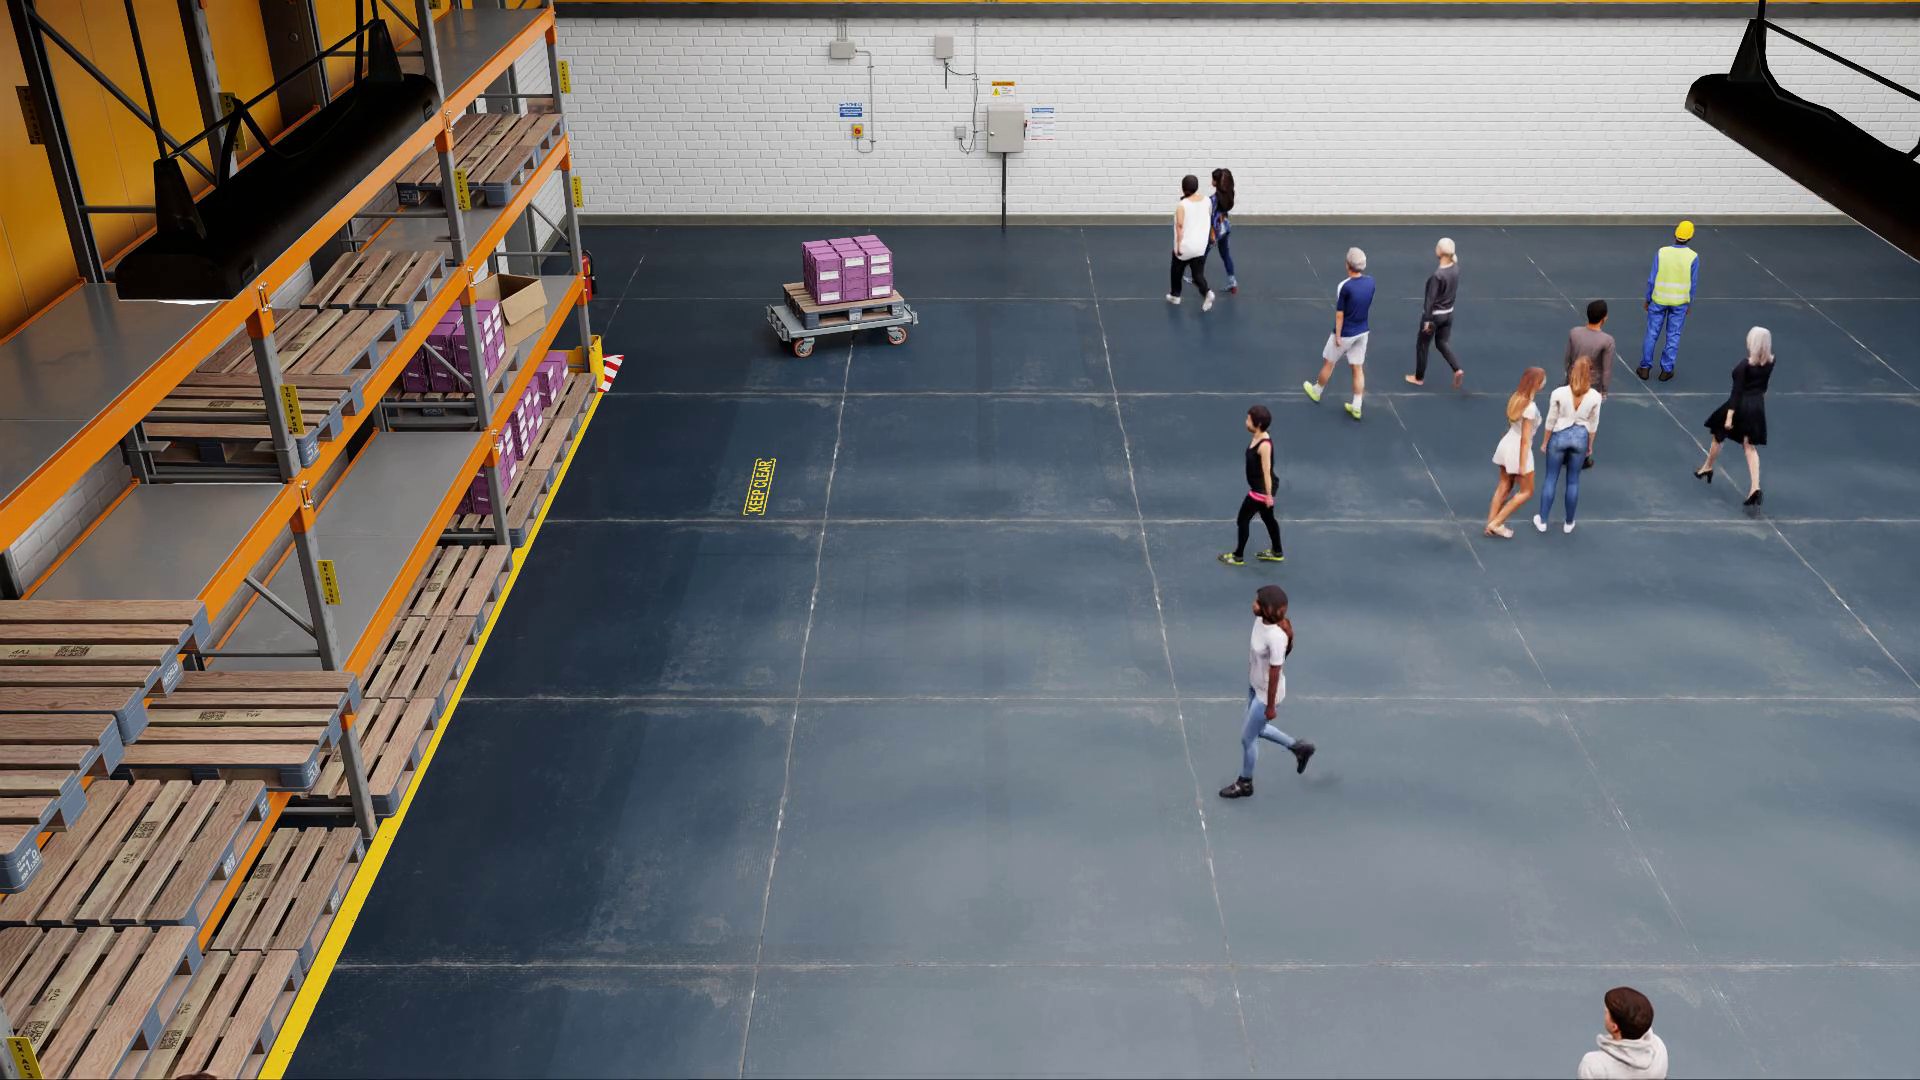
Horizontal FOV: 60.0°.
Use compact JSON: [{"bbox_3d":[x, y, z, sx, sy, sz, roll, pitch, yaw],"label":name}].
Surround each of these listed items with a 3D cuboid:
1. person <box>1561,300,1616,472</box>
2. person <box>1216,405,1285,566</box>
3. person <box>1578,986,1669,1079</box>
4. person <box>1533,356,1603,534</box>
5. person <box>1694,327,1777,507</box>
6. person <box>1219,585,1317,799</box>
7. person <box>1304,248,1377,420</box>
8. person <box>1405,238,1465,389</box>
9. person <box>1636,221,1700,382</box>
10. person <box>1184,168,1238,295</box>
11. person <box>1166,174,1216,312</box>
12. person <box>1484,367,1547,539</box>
[{"bbox_3d":[6.111,-1.522,16.385,0.752,1.765,0.809,16,32,26],"label":"person"},{"bbox_3d":[2.722,-0.457,14.688,0.658,1.521,0.790,3,29,5],"label":"person"},{"bbox_3d":[3.161,2.936,8.122,0.745,1.851,0.733,-12,31,-21],"label":"person"},{"bbox_3d":[5.576,-0.879,15.253,0.651,1.719,0.577,5,29,10],"label":"person"},{"bbox_3d":[7.483,-1.138,15.746,0.847,1.703,1.228,-10,30,-18],"label":"person"},{"bbox_3d":[2.216,1.078,11.684,0.718,1.703,0.914,-4,29,-7],"label":"person"},{"bbox_3d":[4.162,-2.151,17.499,0.895,1.802,1.129,-12,31,-20],"label":"person"},{"bbox_3d":[5.275,-2.447,18.138,0.890,1.710,1.015,-18,33,-29],"label":"person"},{"bbox_3d":[7.846,-2.651,18.404,0.740,1.813,0.715,11,30,19],"label":"person"},{"bbox_3d":[3.300,-3.842,20.822,1.029,1.589,1.003,20,34,32],"label":"person"},{"bbox_3d":[2.840,-3.603,20.310,0.948,1.660,1.134,-13,31,-23],"label":"person"},{"bbox_3d":[4.967,-0.770,15.089,0.677,1.686,0.526,-3,29,-5],"label":"person"}]
